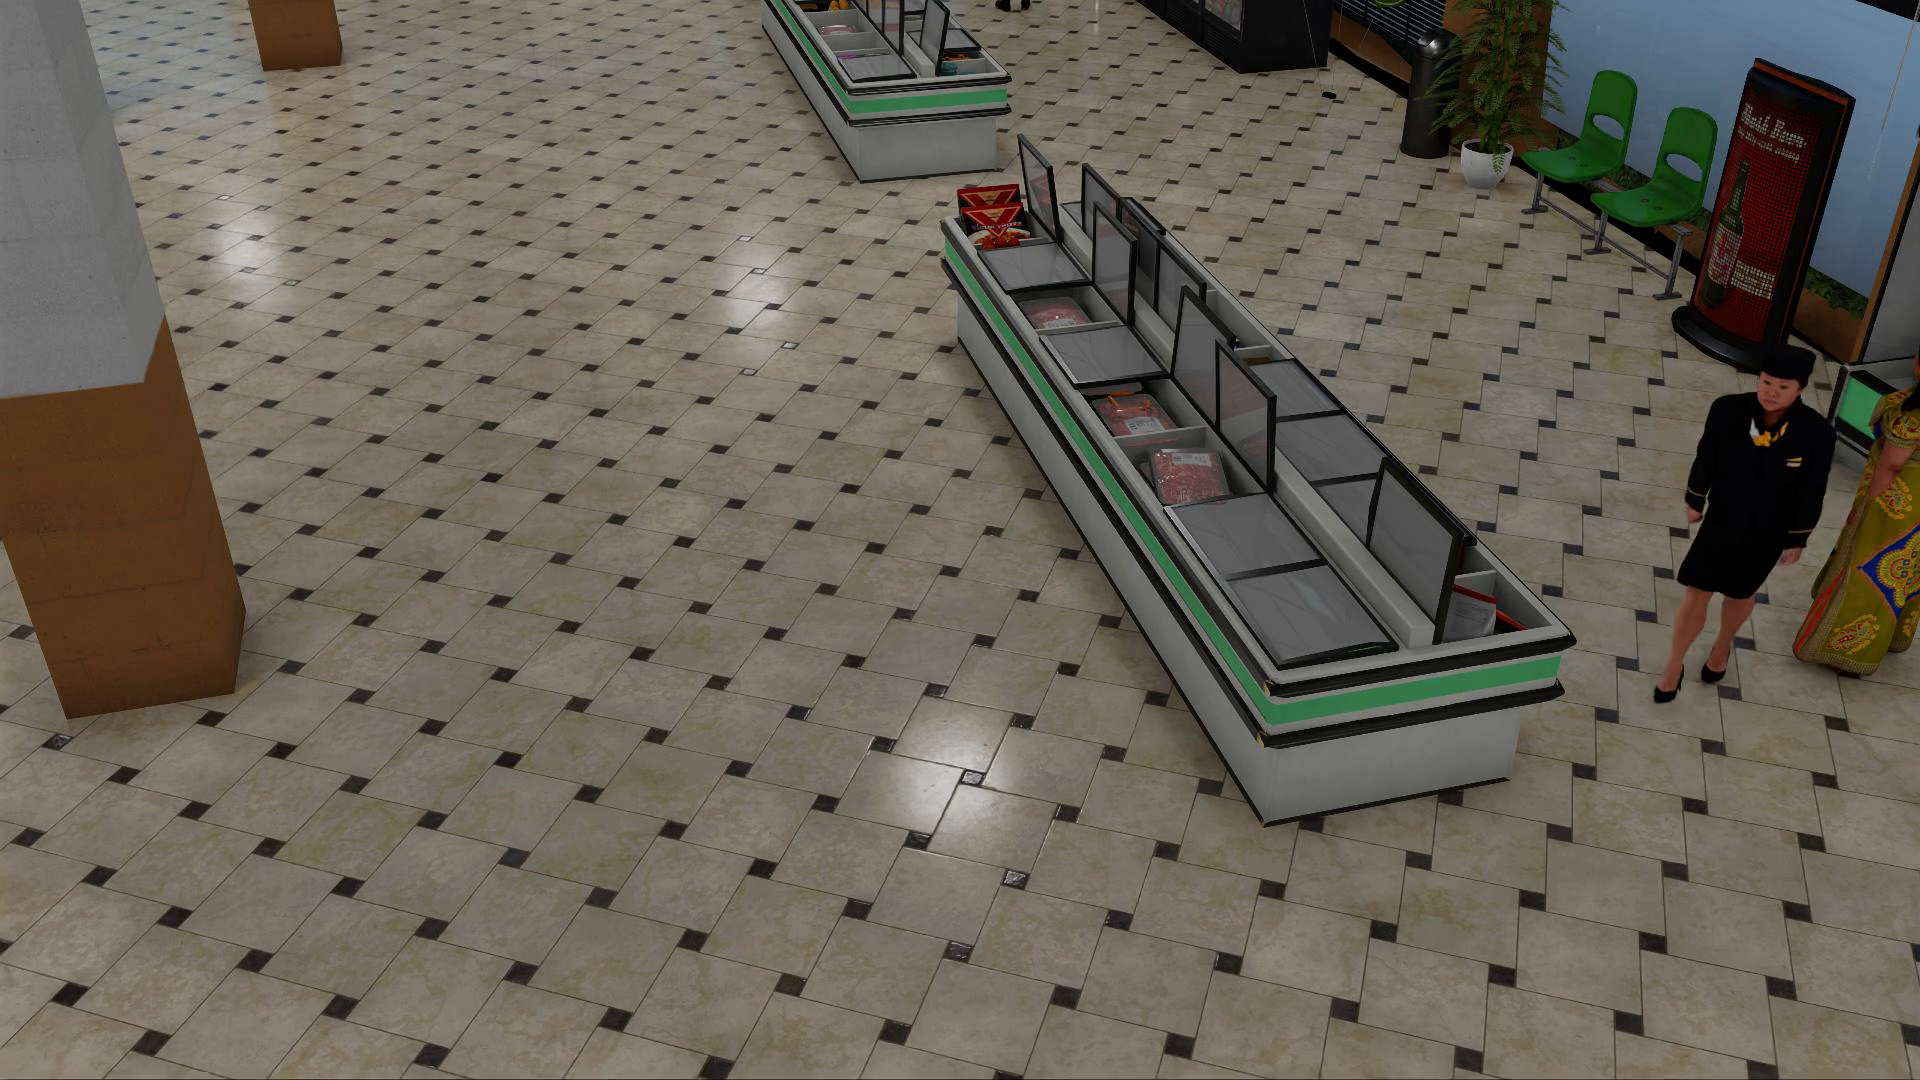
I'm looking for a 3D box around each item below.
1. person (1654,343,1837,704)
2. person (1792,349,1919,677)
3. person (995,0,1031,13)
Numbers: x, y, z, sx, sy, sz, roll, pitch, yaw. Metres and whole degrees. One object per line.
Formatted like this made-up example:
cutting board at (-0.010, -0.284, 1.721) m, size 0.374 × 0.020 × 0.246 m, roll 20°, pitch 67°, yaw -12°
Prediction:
person at (3.409, -0.089, 7.150) m, size 0.944 × 1.653 × 0.997 m, roll 20°, pitch 37°, yaw 29°
person at (4.106, -0.169, 7.269) m, size 0.934 × 1.660 × 0.883 m, roll -17°, pitch 36°, yaw -25°
person at (0.562, -6.390, 17.144) m, size 0.645 × 1.791 × 0.491 m, roll -8°, pitch 33°, yaw -13°
